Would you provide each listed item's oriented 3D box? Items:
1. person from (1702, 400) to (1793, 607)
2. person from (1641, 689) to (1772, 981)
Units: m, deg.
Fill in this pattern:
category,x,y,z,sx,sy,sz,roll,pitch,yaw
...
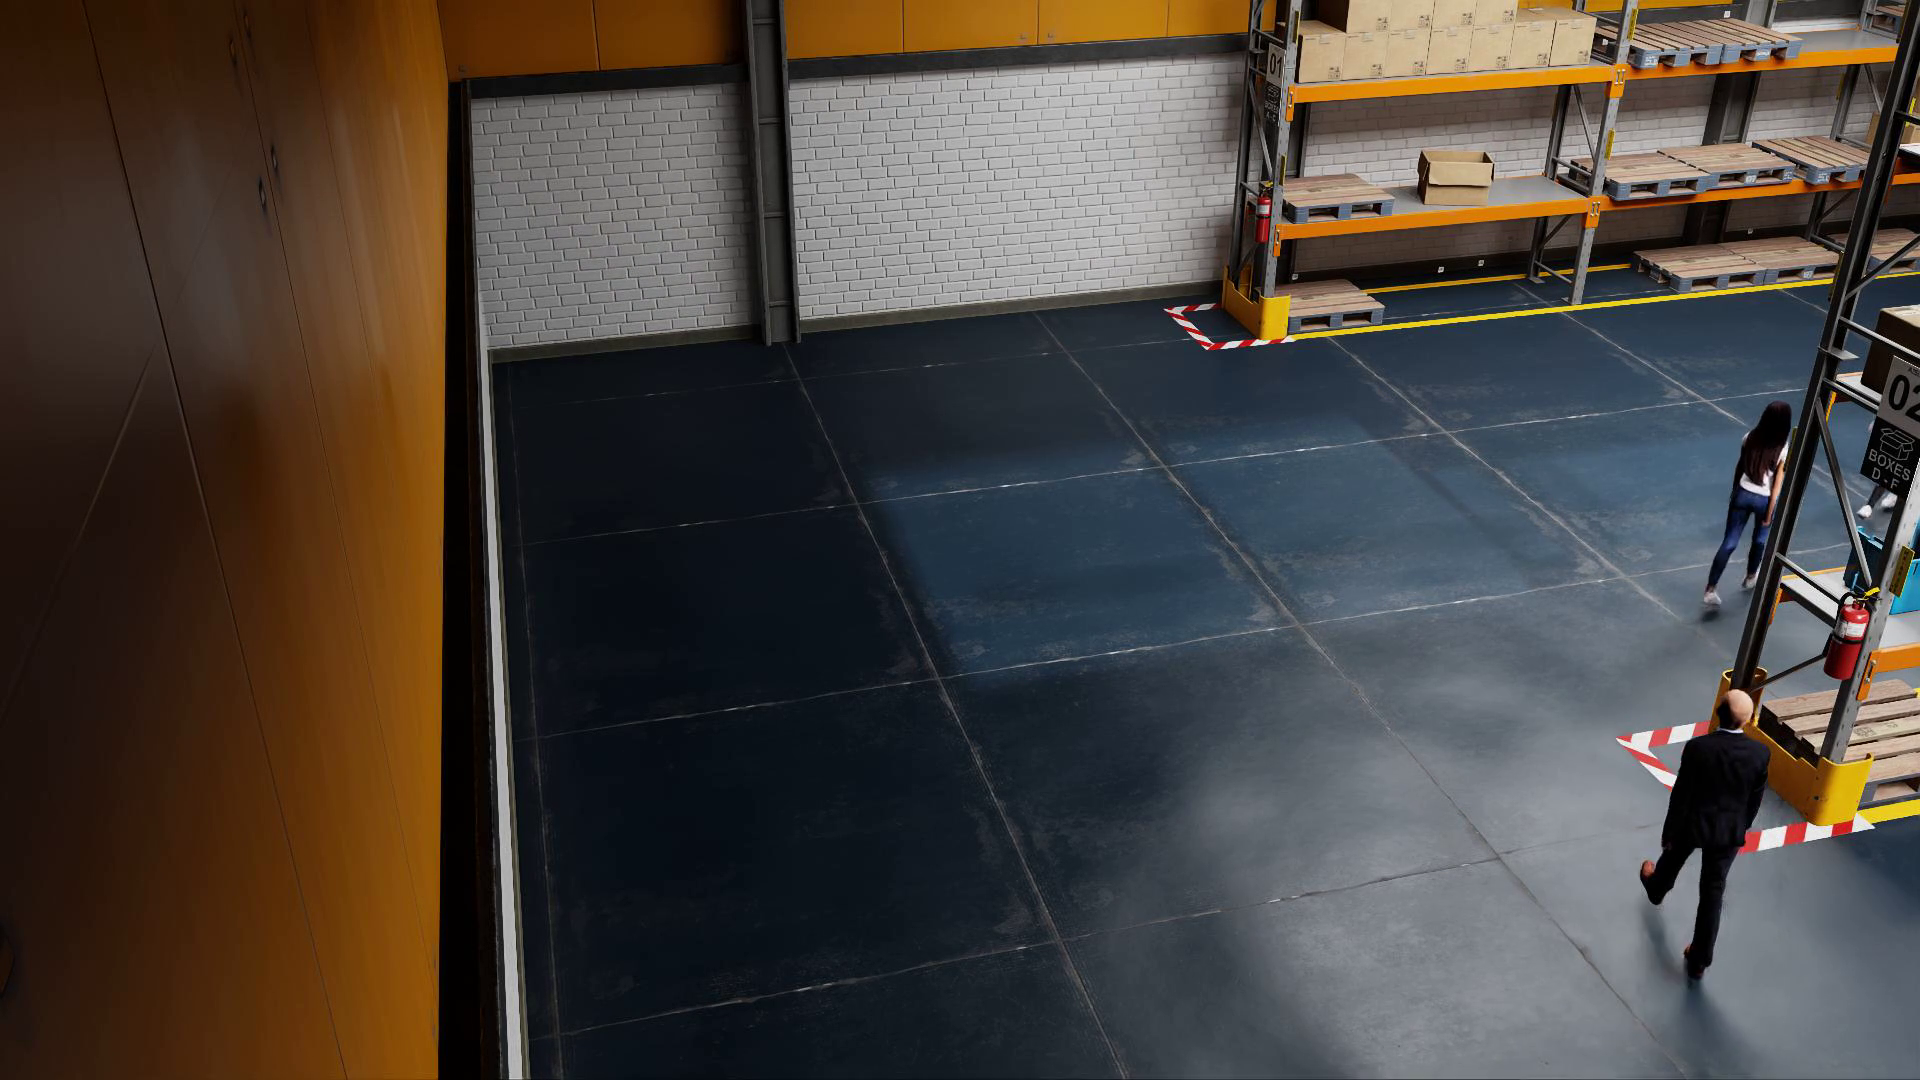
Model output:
category,x,y,z,sx,sy,sz,roll,pitch,yaw
person,6.267,-0.241,13.246,1.238,1.732,0.942,-22,36,-35
person,4.342,1.730,9.613,1.231,1.751,1.095,5,29,9
